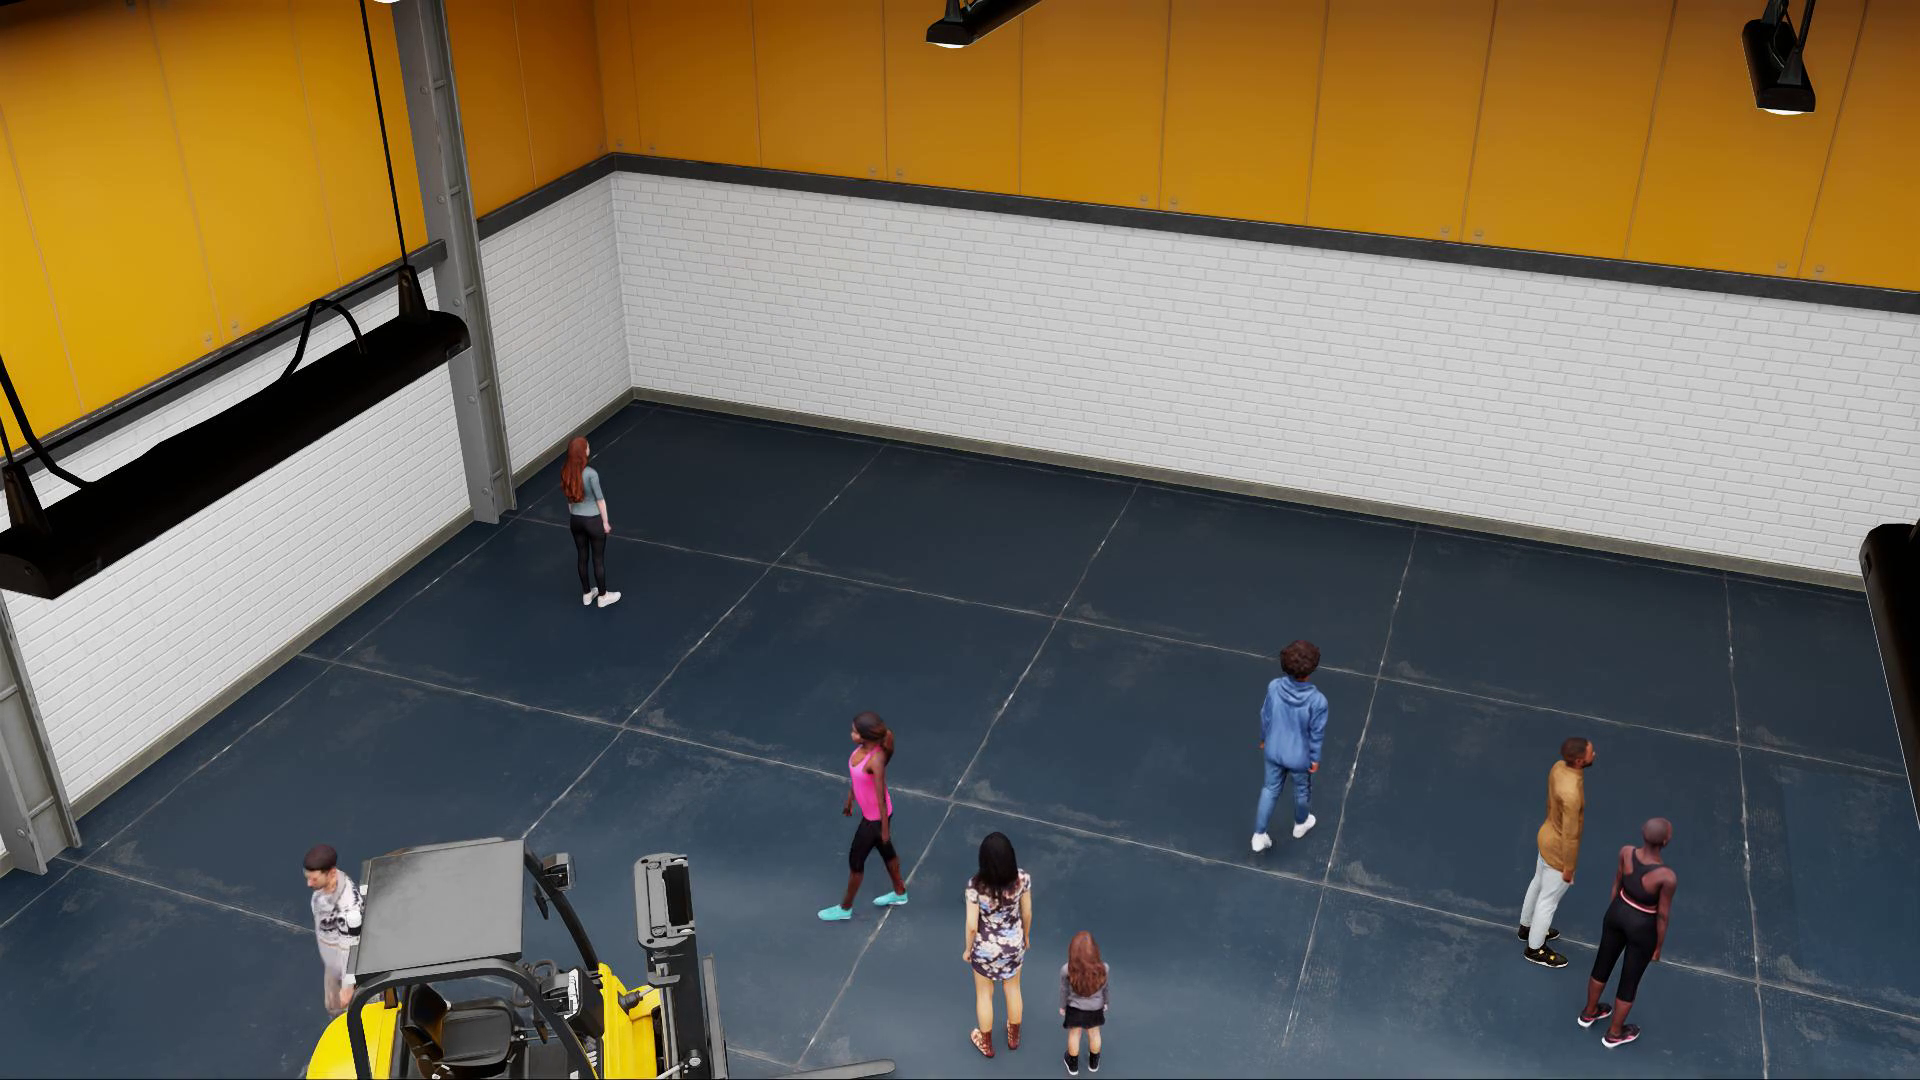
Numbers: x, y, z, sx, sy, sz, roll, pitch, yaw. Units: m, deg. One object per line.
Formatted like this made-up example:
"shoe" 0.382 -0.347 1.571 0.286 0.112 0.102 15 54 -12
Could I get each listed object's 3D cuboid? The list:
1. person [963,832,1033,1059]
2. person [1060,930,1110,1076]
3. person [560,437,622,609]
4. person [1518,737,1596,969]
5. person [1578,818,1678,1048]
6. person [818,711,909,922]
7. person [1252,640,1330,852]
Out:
"person" 0.240 2.590 10.631 0.677 1.737 0.705 -8 30 -14
"person" 0.792 2.949 10.630 0.533 1.107 0.547 -4 29 -7
"person" -3.512 -0.169 15.682 0.588 1.743 0.559 12 31 22
"person" 4.104 2.108 11.430 0.741 1.816 0.570 3 29 5
"person" 4.329 2.508 10.760 0.698 1.756 0.661 -19 34 -30
"person" -0.522 1.944 11.850 0.955 1.702 0.959 -7 29 -13
"person" 2.435 1.578 12.428 0.864 1.791 1.070 19 34 31
